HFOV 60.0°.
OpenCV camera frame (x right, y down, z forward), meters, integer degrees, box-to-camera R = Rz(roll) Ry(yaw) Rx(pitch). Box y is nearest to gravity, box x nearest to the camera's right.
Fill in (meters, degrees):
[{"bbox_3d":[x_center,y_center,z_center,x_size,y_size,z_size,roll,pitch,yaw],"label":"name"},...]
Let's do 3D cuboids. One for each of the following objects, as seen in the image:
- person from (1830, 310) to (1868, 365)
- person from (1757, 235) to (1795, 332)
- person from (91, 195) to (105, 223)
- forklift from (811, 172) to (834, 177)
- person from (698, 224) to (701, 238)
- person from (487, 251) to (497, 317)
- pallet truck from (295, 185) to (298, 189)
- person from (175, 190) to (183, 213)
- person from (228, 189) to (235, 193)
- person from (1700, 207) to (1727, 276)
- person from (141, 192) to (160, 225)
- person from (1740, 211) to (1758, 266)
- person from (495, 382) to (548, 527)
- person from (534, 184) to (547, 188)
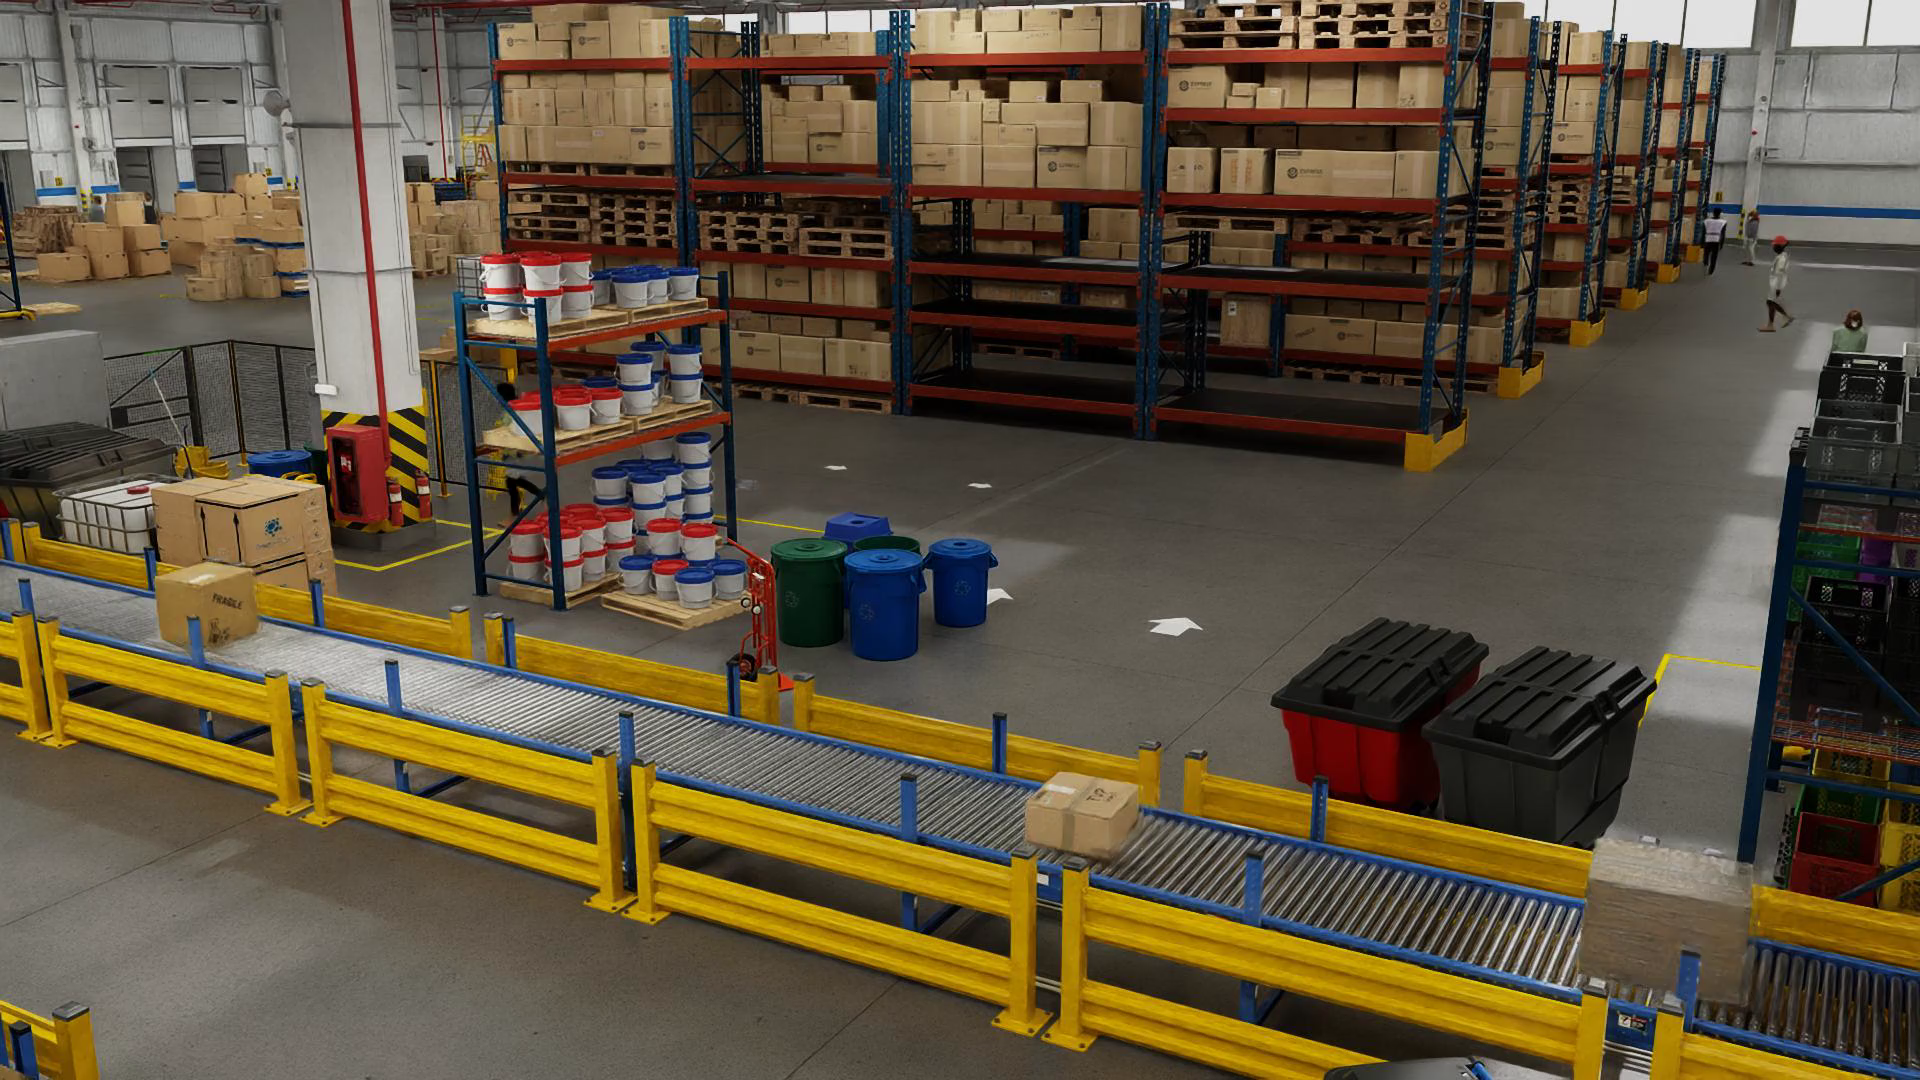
[{"bbox_3d":[13.849,-2.785,25.957,0.512,1.616,0.380,6,16,21],"label":"person"},{"bbox_3d":[17.212,-5.367,34.906,0.580,2.029,0.632,7,16,23],"label":"person"},{"bbox_3d":[-26.427,-9.637,51.169,0.651,1.917,0.450,13,20,40],"label":"person"},{"bbox_3d":[-5.073,-12.923,61.680,1.129,2.768,1.873,8,17,28],"label":"forklift"},{"bbox_3d":[-6.871,-8.142,45.552,0.591,1.916,0.383,2,15,9],"label":"person"},{"bbox_3d":[-9.010,-4.691,32.588,0.655,1.920,0.549,4,15,13],"label":"person"},{"bbox_3d":[-26.804,-14.617,69.738,1.885,1.965,0.823,-14,20,-42],"label":"pallet truck"},{"bbox_3d":[-25.185,-10.401,54.057,0.630,1.922,0.658,6,16,22],"label":"person"},{"bbox_3d":[-26.199,-11.855,60.062,0.311,1.633,0.519,-13,19,-40],"label":"person"},{"bbox_3d":[20.776,-8.229,45.897,0.620,1.906,0.487,8,17,28],"label":"person"},{"bbox_3d":[-26.763,-10.575,54.953,0.529,1.789,0.983,-4,16,-16],"label":"person"},{"bbox_3d":[23.174,-8.829,48.715,0.484,1.604,0.515,-6,16,-21],"label":"person"},{"bbox_3d":[-5.040,-1.006,19.202,0.637,1.662,0.533,-5,16,-16],"label":"person"},{"bbox_3d":[-17.584,-14.591,69.853,0.553,1.881,1.029,-13,20,-41],"label":"person"}]
